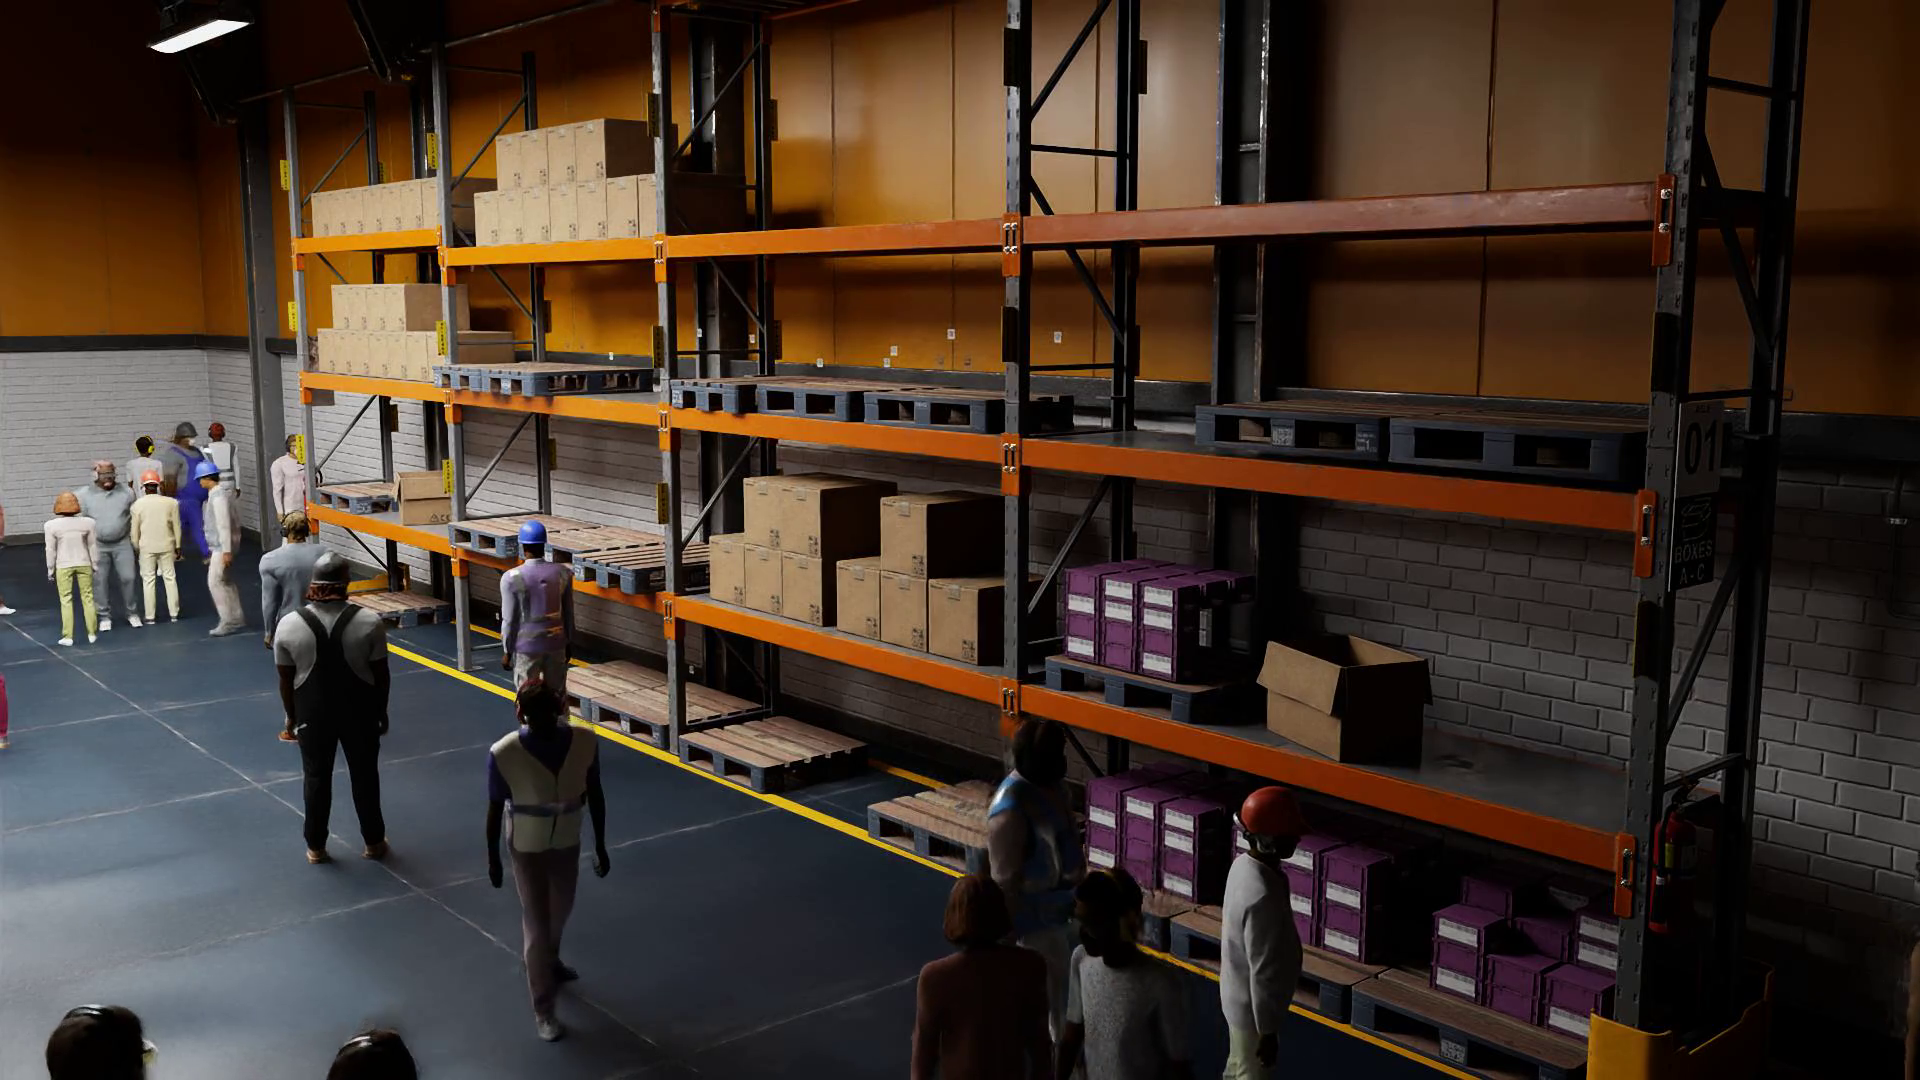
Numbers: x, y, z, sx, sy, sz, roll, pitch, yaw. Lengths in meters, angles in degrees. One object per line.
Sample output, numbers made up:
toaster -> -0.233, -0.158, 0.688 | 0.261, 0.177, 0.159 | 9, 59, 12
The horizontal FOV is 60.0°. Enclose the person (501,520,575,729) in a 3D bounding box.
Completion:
person -> -3.297, 0.815, 12.999 | 0.608, 1.948, 0.389 | -7, 11, -40

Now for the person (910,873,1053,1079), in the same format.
person -> 0.083, 1.999, 6.045 | 0.502, 1.580, 0.871 | -3, 9, -23

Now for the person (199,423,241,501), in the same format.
person -> -10.785, -0.771, 24.255 | 0.578, 1.883, 0.353 | -7, 11, -40

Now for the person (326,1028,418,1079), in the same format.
person -> -1.467, 2.123, 4.349 | 0.670, 1.821, 0.452 | -1, 8, -9

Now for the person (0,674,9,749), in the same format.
person -> -7.888, 0.748, 13.307 | 0.375, 1.995, 0.609 | -1, 8, -6

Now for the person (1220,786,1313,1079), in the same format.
person -> 1.208, 1.829, 6.620 | 0.340, 1.752, 0.564 | 0, 8, 3

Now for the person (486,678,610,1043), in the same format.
person -> -2.142, 1.543, 8.461 | 0.597, 1.810, 0.788 | -7, 11, -39

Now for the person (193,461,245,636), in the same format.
person -> -8.105, 0.080, 18.211 | 0.439, 1.917, 0.646 | -4, 9, -28

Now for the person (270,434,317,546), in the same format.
person -> -8.562, -0.403, 21.501 | 0.369, 1.939, 0.631 | 6, 10, 34

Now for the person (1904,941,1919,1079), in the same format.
person -> 3.474, 1.957, 5.559 | 0.584, 1.800, 0.950 | 2, 8, 12

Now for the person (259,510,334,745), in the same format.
person -> -5.435, 0.715, 13.727 | 0.631, 1.939, 0.369 | -7, 11, -40

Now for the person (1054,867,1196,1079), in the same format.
person -> 0.468, 1.966, 5.429 | 0.983, 1.815, 0.510 | -5, 9, -30

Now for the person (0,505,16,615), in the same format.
person -> -11.328, -0.059, 19.241 | 0.638, 1.904, 0.402 | 1, 8, 9

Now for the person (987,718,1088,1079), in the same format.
person -> 0.328, 1.673, 7.553 | 0.944, 1.805, 0.618 | 3, 9, 18

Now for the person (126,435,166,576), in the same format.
person -> -10.767, -0.452, 22.080 | 0.514, 1.872, 0.328 | -1, 8, -4

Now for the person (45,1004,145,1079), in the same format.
person -> -2.144, 2.101, 4.153 | 0.628, 1.930, 0.382 | 3, 9, 22

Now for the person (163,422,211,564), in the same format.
person -> -10.713, -0.683, 23.094 | 1.011, 2.000, 0.678 | 1, 8, 4

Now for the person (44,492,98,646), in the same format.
person -> -9.415, 0.301, 17.648 | 0.502, 1.636, 0.277 | -7, 11, -40

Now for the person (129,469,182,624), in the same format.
person -> -9.111, 0.072, 18.834 | 0.563, 1.752, 0.324 | -6, 10, -38

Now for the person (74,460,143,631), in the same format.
person -> -9.437, 0.061, 18.442 | 0.677, 1.900, 0.439 | -5, 10, -33

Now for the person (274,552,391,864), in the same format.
person -> -4.062, 1.078, 10.852 | 0.689, 2.000, 0.537 | -2, 9, -16
